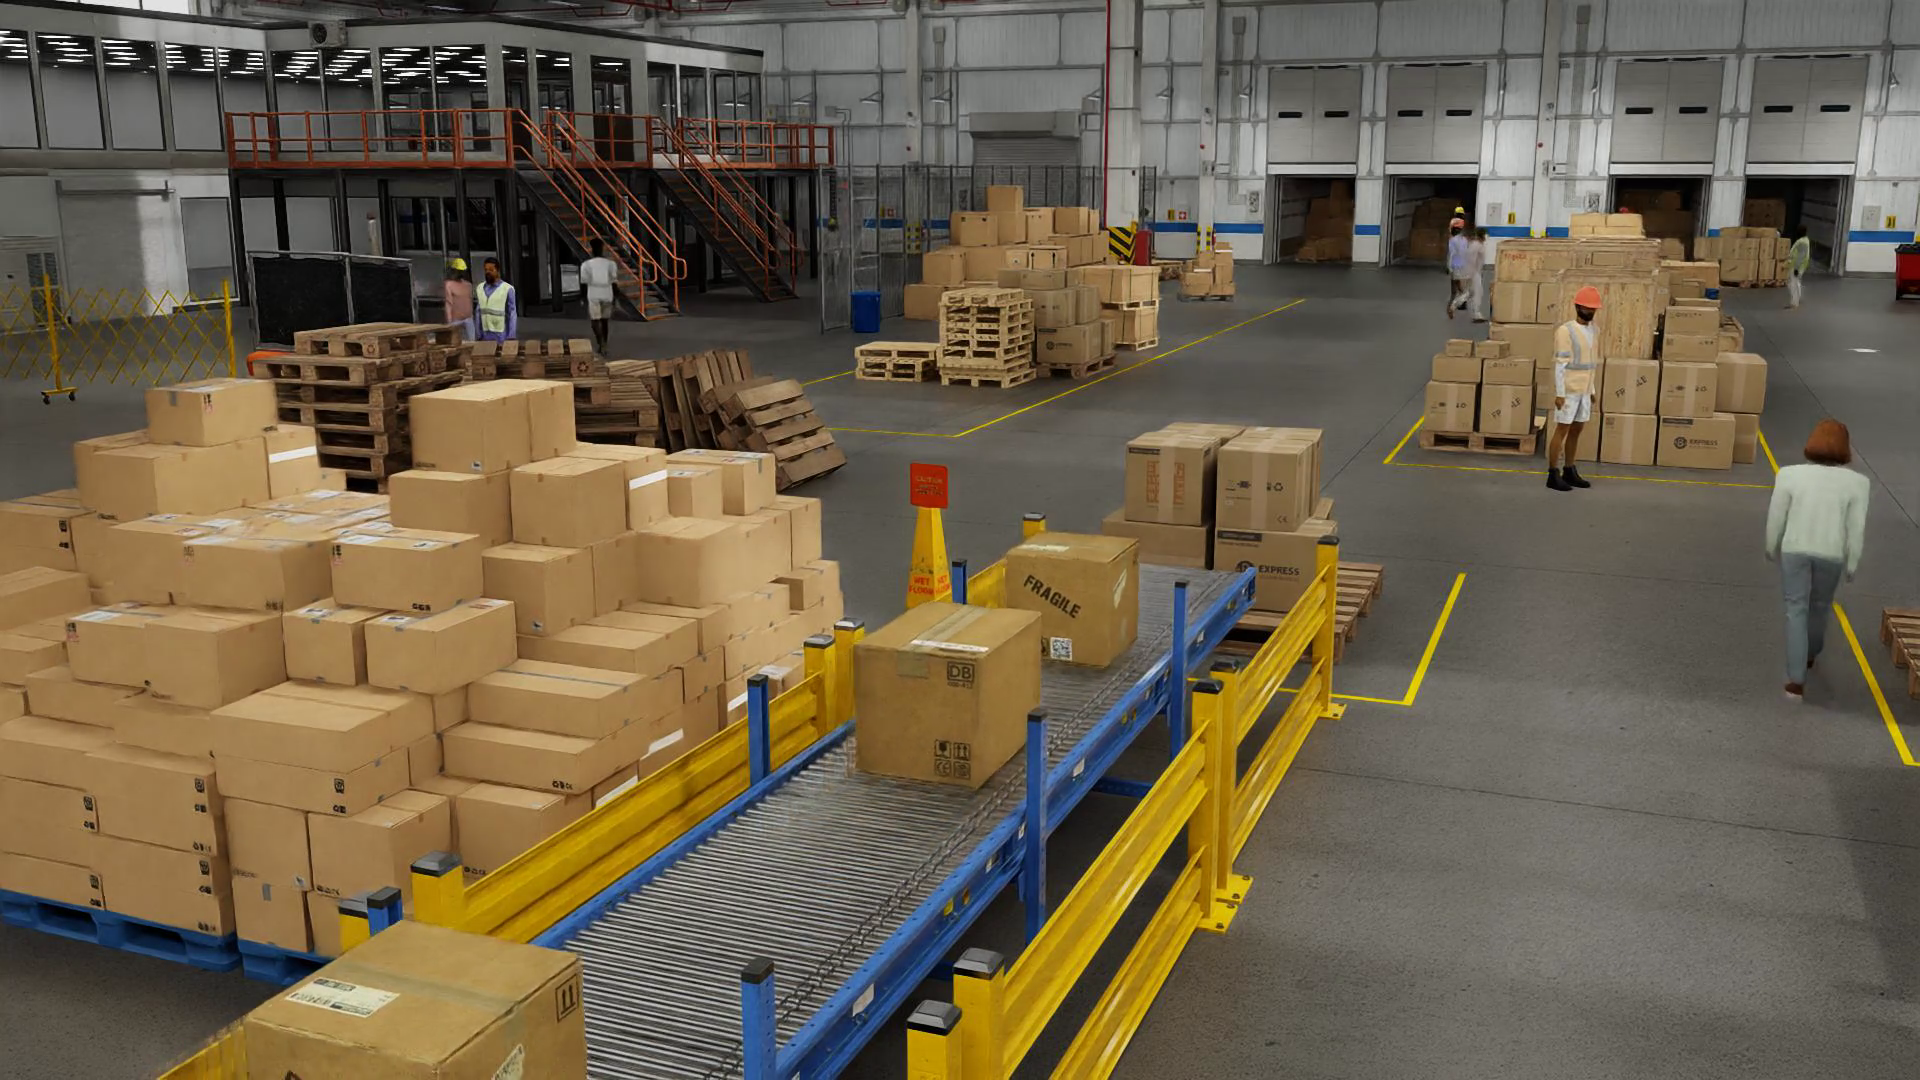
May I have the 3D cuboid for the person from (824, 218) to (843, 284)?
[{"bbox_3d":[-3.363,-7.681,44.248,0.489,1.727,0.449,-1,13,-6],"label":"person"}]

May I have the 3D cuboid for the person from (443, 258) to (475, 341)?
[{"bbox_3d":[-7.362,-3.261,24.389,0.787,1.743,0.528,11,16,40],"label":"person"}]

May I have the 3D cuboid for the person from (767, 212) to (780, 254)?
[{"bbox_3d":[-6.291,-10.286,55.472,0.613,1.932,0.519,-5,14,-22],"label":"person"}]

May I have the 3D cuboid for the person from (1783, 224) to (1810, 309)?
[{"bbox_3d":[18.189,-5.928,36.143,0.448,1.832,0.651,6,14,27],"label":"person"}]

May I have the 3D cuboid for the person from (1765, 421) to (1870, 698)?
[{"bbox_3d":[4.991,0.090,9.740,0.503,1.577,0.897,5,13,20],"label":"person"}]

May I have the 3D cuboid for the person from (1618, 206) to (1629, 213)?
[{"bbox_3d":[18.670,-8.415,46.964,0.434,1.978,0.638,-6,14,-26],"label":"person"}]

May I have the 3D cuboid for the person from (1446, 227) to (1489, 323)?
[{"bbox_3d":[10.119,-5.262,33.017,0.814,1.907,0.663,6,14,26],"label":"person"}]

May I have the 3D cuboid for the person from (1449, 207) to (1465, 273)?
[{"bbox_3d":[14.577,-8.788,48.756,0.363,1.930,0.588,-6,14,-23],"label":"person"}]

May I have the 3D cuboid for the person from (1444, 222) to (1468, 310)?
[{"bbox_3d":[10.847,-5.967,36.230,0.615,1.888,0.704,-11,17,-41],"label":"person"}]

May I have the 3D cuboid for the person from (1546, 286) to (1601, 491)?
[{"bbox_3d":[5.852,-1.431,15.742,0.549,1.934,0.374,-8,15,-32],"label":"person"}]

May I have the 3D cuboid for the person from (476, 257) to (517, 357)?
[{"bbox_3d":[-5.873,-2.614,21.086,0.599,1.917,0.377,6,14,25],"label":"person"}]

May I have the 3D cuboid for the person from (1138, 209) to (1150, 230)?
[{"bbox_3d":[5.743,-9.444,52.040,0.947,1.789,0.637,-5,13,-20],"label":"person"}]

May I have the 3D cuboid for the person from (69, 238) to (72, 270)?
[{"bbox_3d":[-19.343,-5.892,35.826,0.669,1.888,0.518,1,13,6],"label":"person"}]

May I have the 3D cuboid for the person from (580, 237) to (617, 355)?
[{"bbox_3d":[-5.828,-3.927,26.939,0.603,1.943,0.751,-5,14,-23],"label":"person"}]
